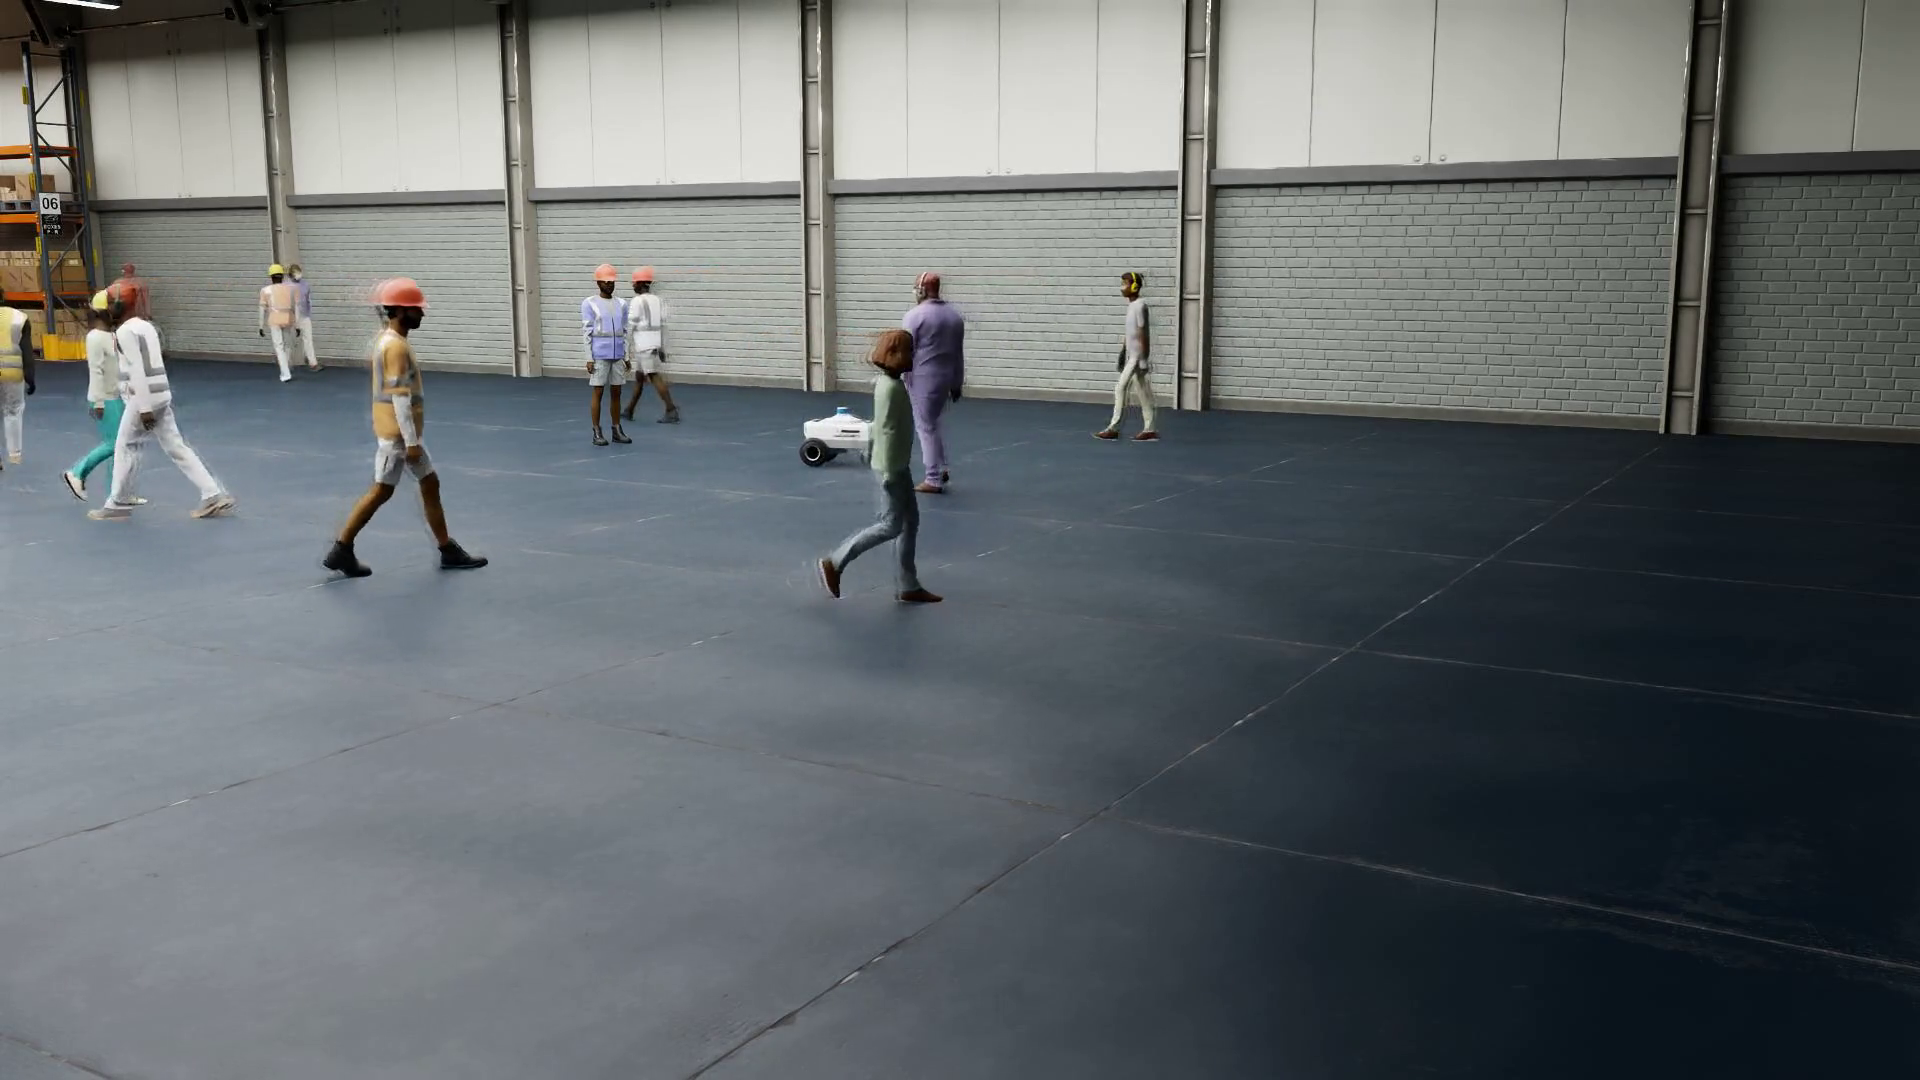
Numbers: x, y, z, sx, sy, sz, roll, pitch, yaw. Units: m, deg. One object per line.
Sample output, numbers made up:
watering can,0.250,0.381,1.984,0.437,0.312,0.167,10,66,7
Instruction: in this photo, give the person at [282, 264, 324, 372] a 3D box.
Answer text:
person,-11.626,-3.880,29.127,1.038,1.888,0.652,6,12,33

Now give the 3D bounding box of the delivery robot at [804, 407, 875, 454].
delivery robot,-1.138,-1.041,16.107,0.707,0.478,0.477,2,10,10

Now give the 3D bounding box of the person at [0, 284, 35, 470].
person,-9.175,-1.571,15.855,0.634,1.807,0.942,-5,11,-29

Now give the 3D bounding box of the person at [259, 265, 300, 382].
person,-10.965,-3.478,26.846,0.602,1.911,0.867,-8,13,-41

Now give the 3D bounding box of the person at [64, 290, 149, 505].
person,-6.906,-1.133,13.400,0.489,1.752,0.535,-1,10,-9

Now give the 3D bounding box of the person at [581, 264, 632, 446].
person,-3.773,-1.984,17.858,0.546,1.938,0.360,-9,13,-42

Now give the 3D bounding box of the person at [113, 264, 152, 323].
person,-15.915,-4.364,32.012,0.674,1.865,0.887,-4,10,-21

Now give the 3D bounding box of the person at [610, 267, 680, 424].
person,-3.814,-2.350,20.180,1.019,1.888,0.561,3,10,18

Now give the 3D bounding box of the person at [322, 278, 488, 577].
person,-3.585,-0.705,10.519,0.992,1.895,0.563,-3,10,-17

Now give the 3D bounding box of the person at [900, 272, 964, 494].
person,-0.289,-1.342,14.253,0.521,1.888,0.660,8,12,38

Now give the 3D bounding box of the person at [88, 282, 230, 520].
person,-6.171,-1.048,12.725,1.009,1.833,0.617,-1,10,-5

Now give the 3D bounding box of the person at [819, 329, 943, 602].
person,-0.454,-0.414,9.619,0.646,1.612,0.506,0,10,2

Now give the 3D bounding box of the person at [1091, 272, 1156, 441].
person,1.781,-1.985,18.134,0.840,1.836,0.566,0,10,-1
